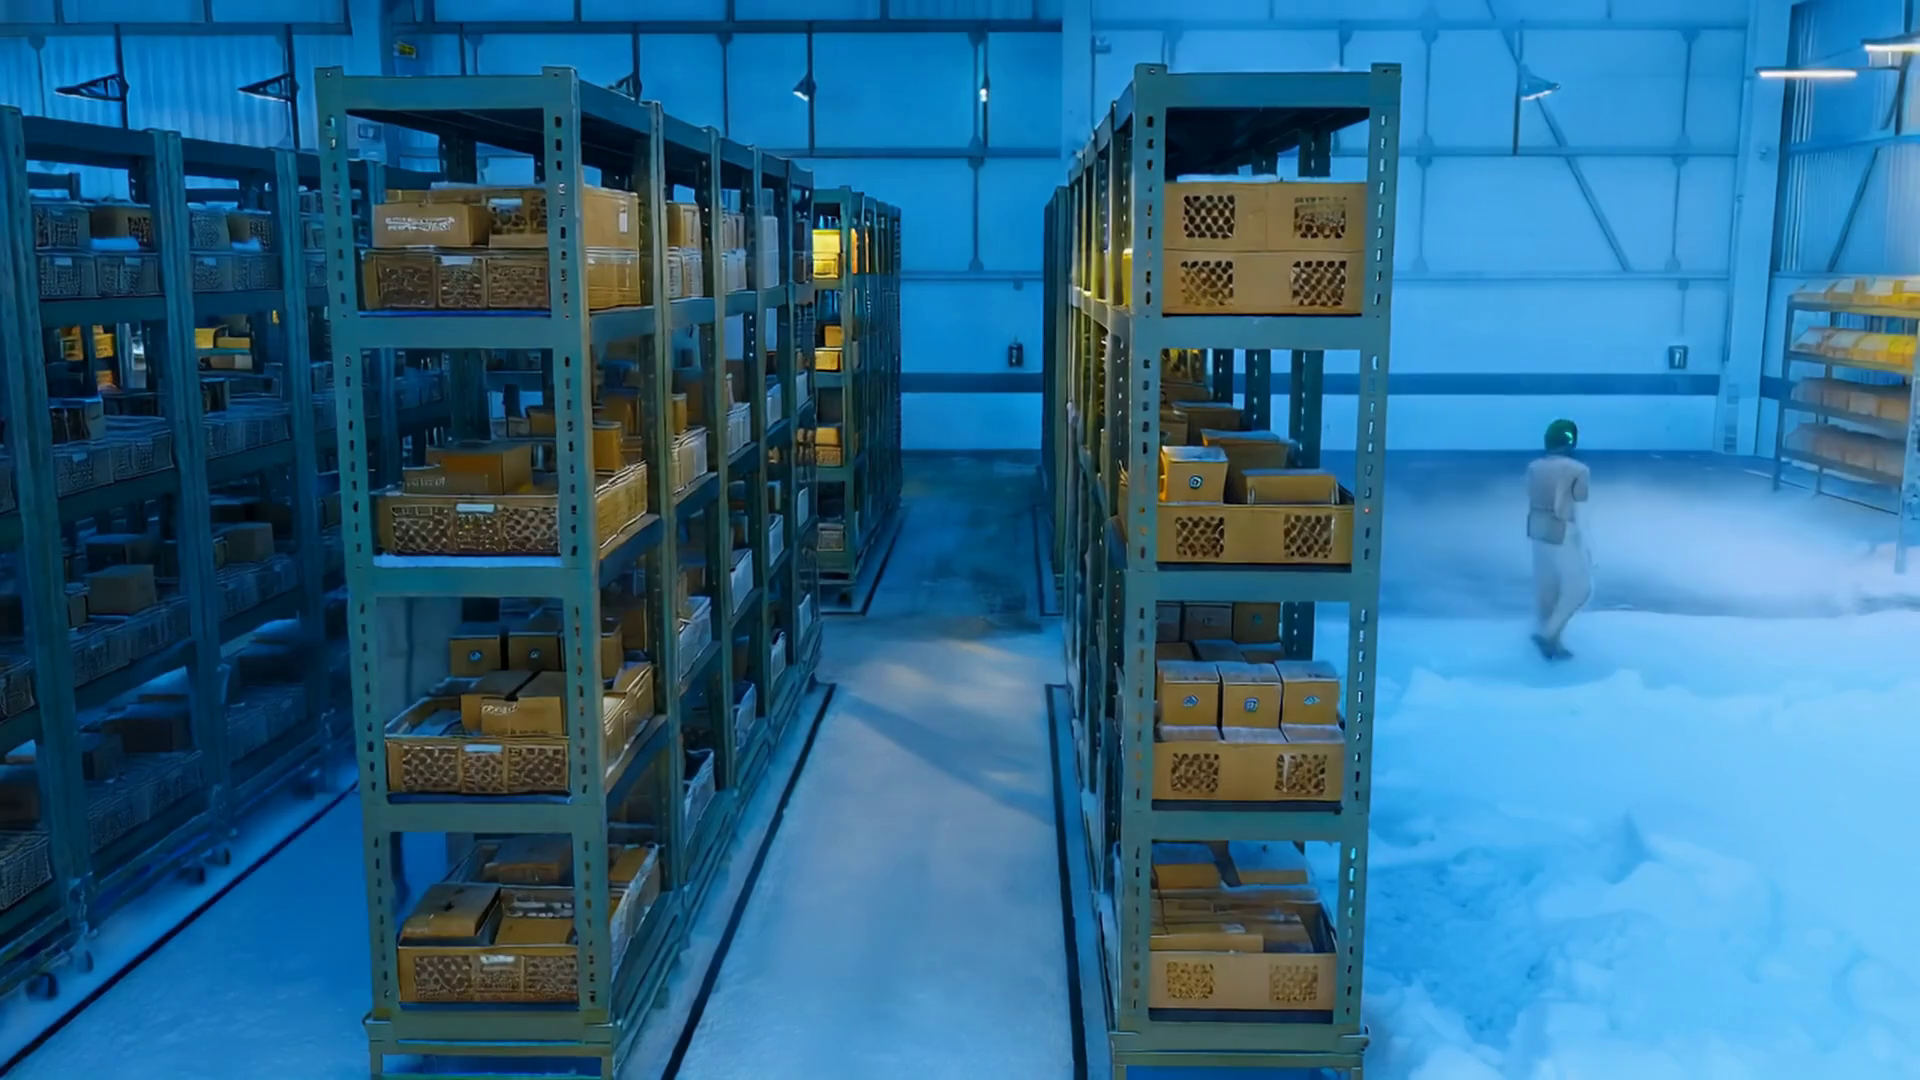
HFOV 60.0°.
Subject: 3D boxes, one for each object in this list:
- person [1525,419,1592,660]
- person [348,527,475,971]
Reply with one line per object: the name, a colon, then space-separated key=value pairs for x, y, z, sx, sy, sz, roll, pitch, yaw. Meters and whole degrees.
person: x=4.471 y=0.017 z=12.392 sx=0.473 sy=1.828 sz=0.611 roll=-5 pitch=11 yaw=-27
person: x=-2.318 y=0.851 z=7.125 sx=0.637 sy=1.964 sz=0.797 roll=0 pitch=10 yaw=-1
